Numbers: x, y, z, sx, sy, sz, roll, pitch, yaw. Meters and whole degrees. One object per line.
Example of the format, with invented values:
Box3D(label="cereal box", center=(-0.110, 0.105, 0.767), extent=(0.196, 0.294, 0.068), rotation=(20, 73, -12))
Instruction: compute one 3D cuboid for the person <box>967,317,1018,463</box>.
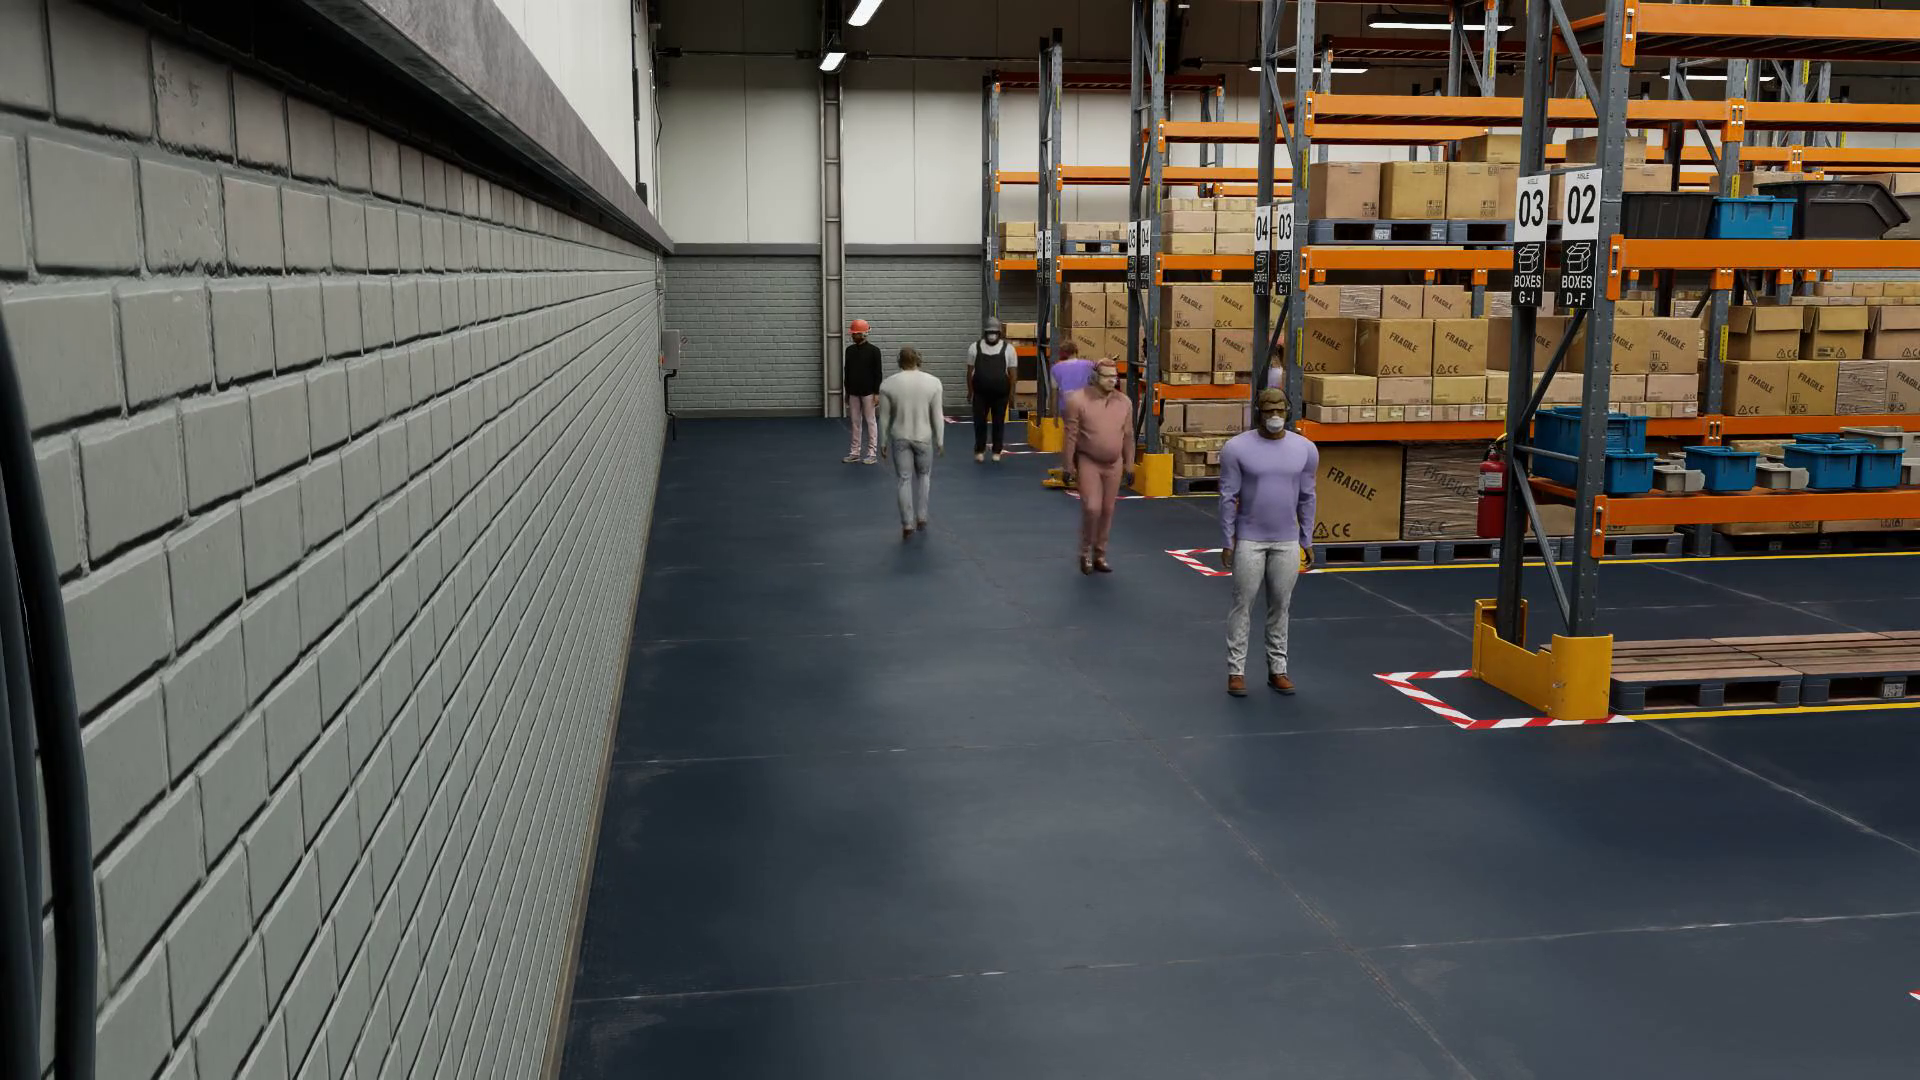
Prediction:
Box3D(label="person", center=(0.429, -2.061, 22.859), extent=(0.711, 2.000, 0.886), rotation=(1, 9, 4))

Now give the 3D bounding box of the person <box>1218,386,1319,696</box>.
Box3D(label="person", center=(1.925, 0.009, 10.405), extent=(0.629, 1.940, 0.379), rotation=(-1, 9, -5))

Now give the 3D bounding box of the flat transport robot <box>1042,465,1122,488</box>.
Box3D(label="flat transport robot", center=(1.647, -0.819, 20.644), extent=(0.652, 0.197, 1.431), rotation=(6, 11, 32))

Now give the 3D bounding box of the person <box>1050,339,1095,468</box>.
Box3D(label="person", center=(1.434, -1.596, 20.705), extent=(0.655, 1.805, 0.593), rotation=(2, 9, 10))

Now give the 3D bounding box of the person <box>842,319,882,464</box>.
Box3D(label="person", center=(-1.351, -2.035, 22.857), extent=(0.612, 1.990, 0.392), rotation=(6, 11, 35))

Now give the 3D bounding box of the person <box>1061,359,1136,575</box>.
Box3D(label="person", center=(1.250, -0.634, 14.517), extent=(0.664, 1.884, 0.574), rotation=(-4, 10, -22))

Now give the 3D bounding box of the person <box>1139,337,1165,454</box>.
Box3D(label="person", center=(2.387, -1.623, 20.729), extent=(0.333, 1.860, 0.509), rotation=(-4, 10, -22))

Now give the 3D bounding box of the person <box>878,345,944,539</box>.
Box3D(label="person", center=(-0.493, -0.990, 16.646), extent=(0.656, 1.908, 0.776), rotation=(-1, 9, -3))

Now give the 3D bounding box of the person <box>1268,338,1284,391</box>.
Box3D(label="person", center=(3.418, -1.143, 17.409), extent=(1.087, 1.962, 0.641), rotation=(0, 9, 3))
